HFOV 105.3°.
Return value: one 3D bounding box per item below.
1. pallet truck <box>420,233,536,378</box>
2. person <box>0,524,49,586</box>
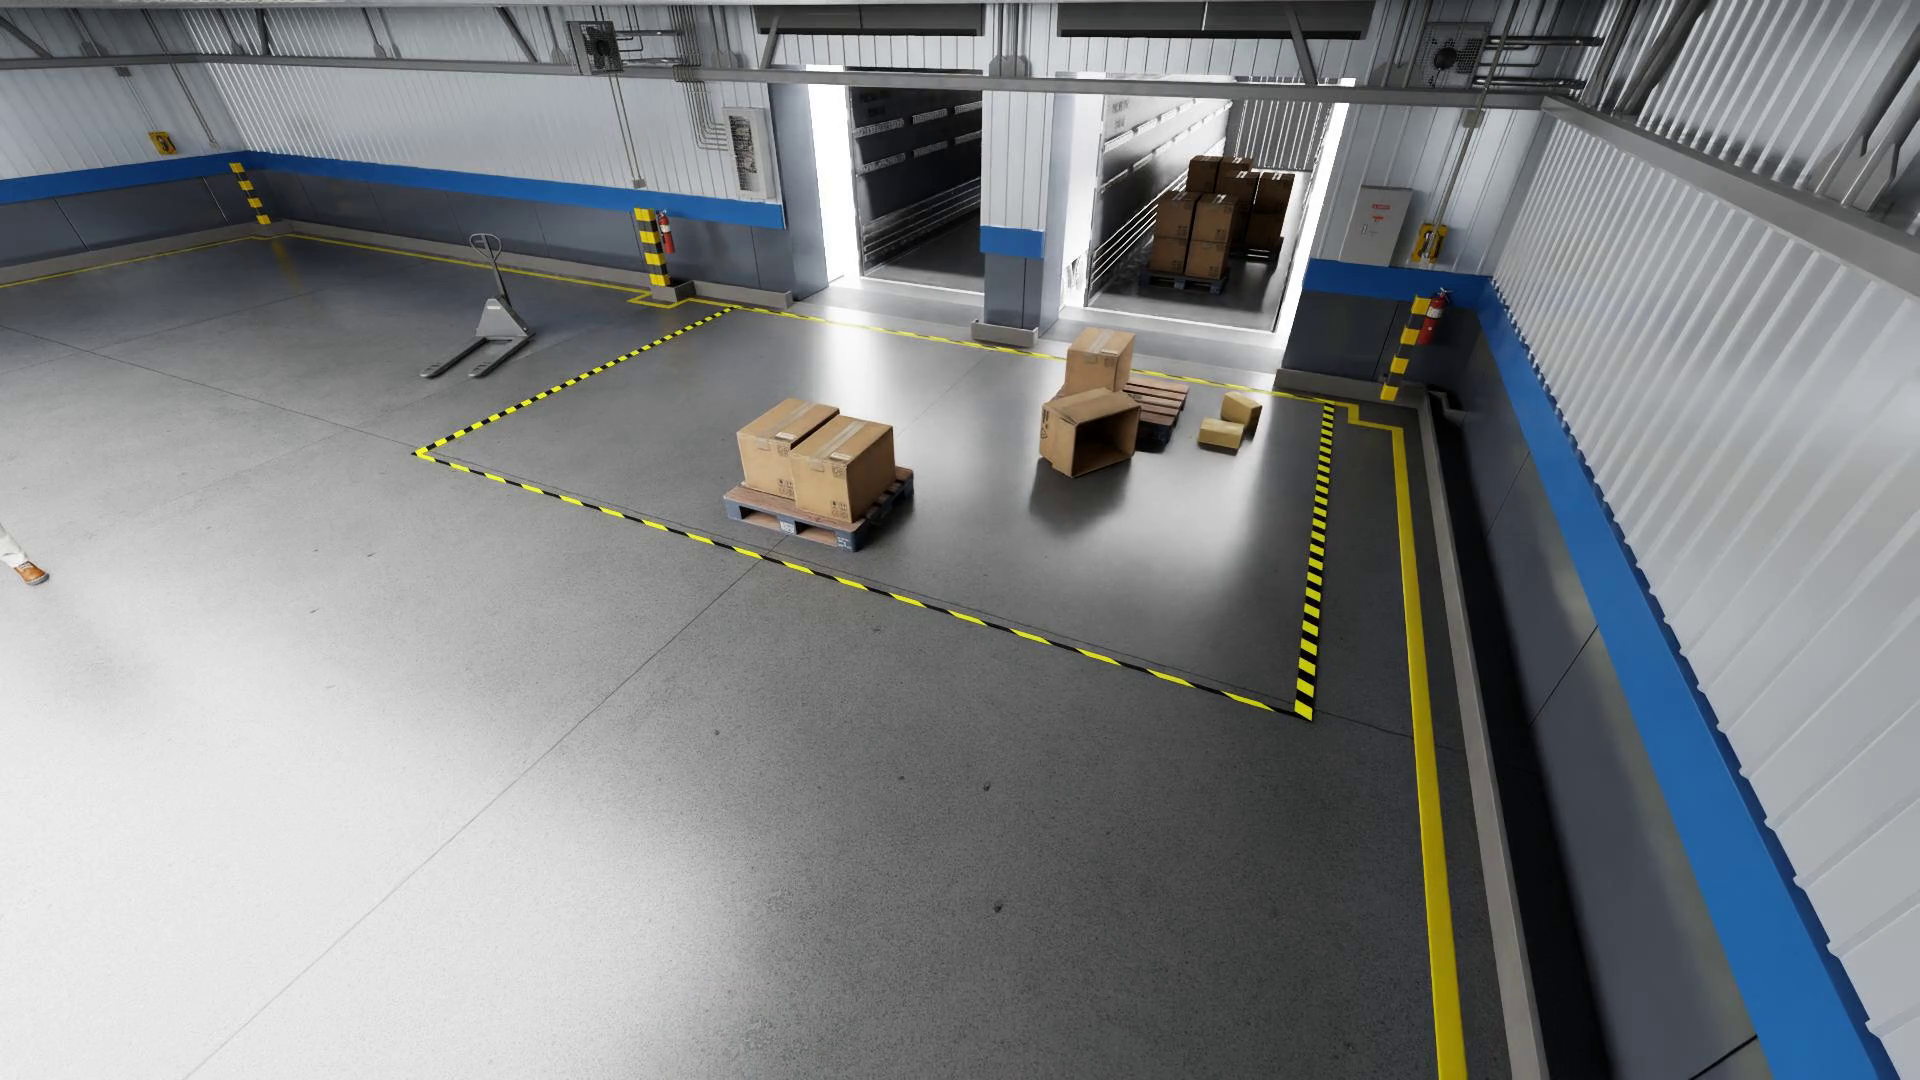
[{"bbox_3d":[-5.664,-2.712,8.427,0.680,1.201,1.601,0,35,-1],"label":"pallet truck"},{"bbox_3d":[-6.775,-0.455,4.648,0.381,1.948,0.603,22,41,28],"label":"person"}]
